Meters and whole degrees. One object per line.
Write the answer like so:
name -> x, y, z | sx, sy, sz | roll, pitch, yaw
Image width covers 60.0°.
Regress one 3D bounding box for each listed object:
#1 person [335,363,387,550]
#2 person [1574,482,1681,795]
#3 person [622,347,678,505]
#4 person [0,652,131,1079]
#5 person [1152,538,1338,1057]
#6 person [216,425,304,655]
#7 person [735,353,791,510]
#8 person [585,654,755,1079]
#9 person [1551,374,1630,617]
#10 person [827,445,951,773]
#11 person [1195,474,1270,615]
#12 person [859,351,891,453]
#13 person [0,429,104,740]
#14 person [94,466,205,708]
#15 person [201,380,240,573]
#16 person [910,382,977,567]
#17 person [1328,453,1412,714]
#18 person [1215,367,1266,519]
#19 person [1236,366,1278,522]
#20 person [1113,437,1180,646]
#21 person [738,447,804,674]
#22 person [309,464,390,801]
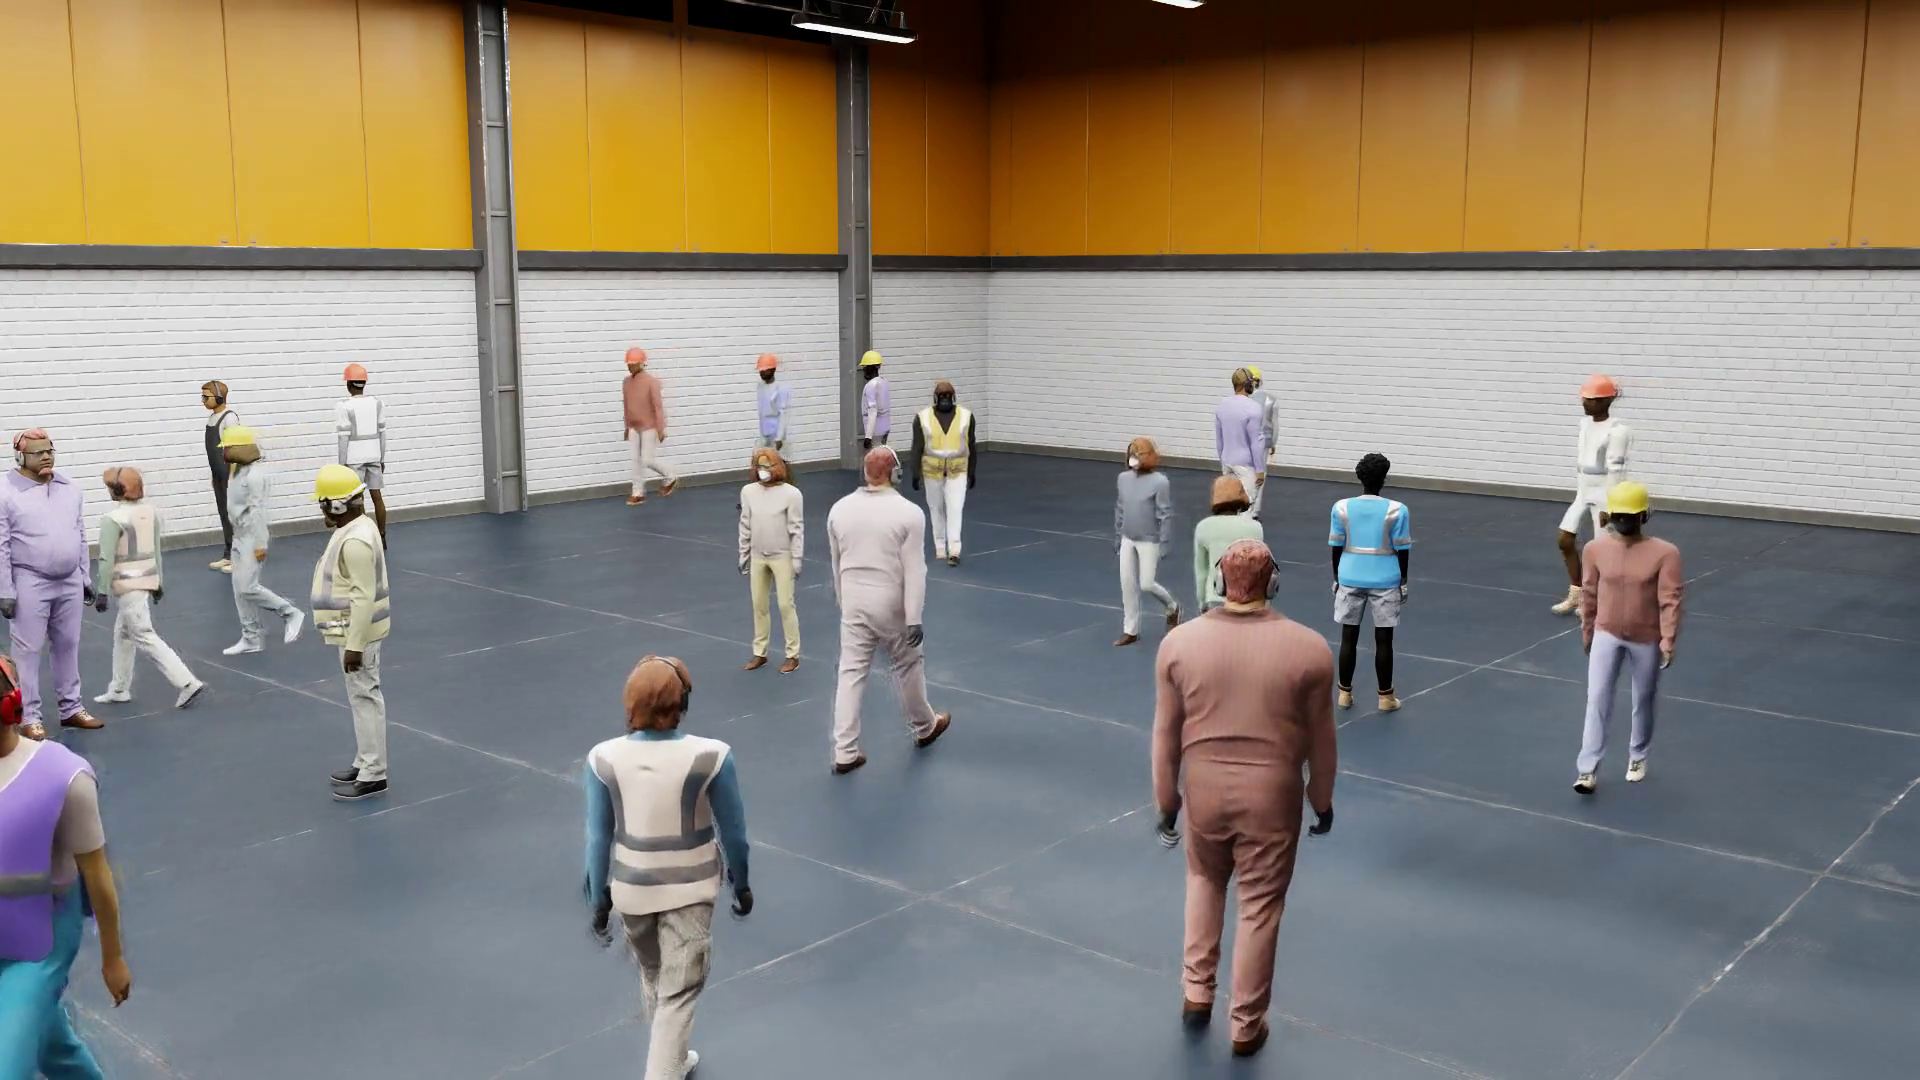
person -> -6.138, -0.836, 17.026 | 0.360, 1.939, 0.543 | 7, 11, 38
person -> 3.640, 0.540, 9.079 | 0.534, 1.717, 0.894 | 5, 10, 30
person -> -3.879, -1.415, 20.577 | 0.664, 1.966, 0.665 | 6, 11, 35
person -> -2.758, 1.184, 4.815 | 0.583, 1.789, 1.015 | 2, 9, 13
person -> 1.051, 0.932, 6.114 | 0.649, 1.887, 0.519 | 3, 10, 19
person -> -5.276, -0.003, 12.447 | 0.490, 1.724, 0.498 | -8, 12, -41
person -> -2.340, -1.266, 19.847 | 0.572, 1.899, 0.851 | 9, 13, 44
person -> -0.975, 1.177, 5.455 | 0.517, 1.600, 0.842 | 2, 9, 10
person -> 5.142, -0.341, 13.643 | 0.641, 2.023, 0.647 | -2, 9, -14
person -> -0.426, 0.375, 9.693 | 0.672, 1.853, 1.005 | 4, 10, 26
person -> 1.647, 0.395, 10.304 | 0.566, 1.604, 0.548 | -8, 12, -43
person -> -1.039, -1.322, 20.116 | 0.384, 1.925, 0.593 | 3, 9, 16
person -> -5.592, 0.270, 10.187 | 0.407, 1.908, 0.641 | 4, 10, 24
person -> -5.350, 0.315, 10.864 | 0.806, 1.610, 0.523 | 1, 9, 4
person -> -7.036, -0.608, 15.918 | 0.505, 1.842, 0.332 | 9, 12, 43
person -> -0.162, -0.650, 16.316 | 0.655, 1.787, 0.965 | 0, 9, -1
person -> 2.655, 0.281, 10.783 | 0.532, 1.694, 0.319 | 5, 10, 27
person -> 2.751, -0.714, 16.264 | 0.372, 1.940, 0.632 | -6, 11, -32
person -> 3.365, -1.102, 19.167 | 0.584, 1.782, 0.903 | 1, 9, 8
person -> 1.433, 0.008, 12.754 | 0.517, 1.620, 0.503 | -8, 12, -42
person -> -1.342, 0.142, 11.876 | 0.507, 1.628, 0.279 | 4, 10, 24
person -> -3.299, 0.496, 9.024 | 0.404, 1.825, 0.586 | -3, 10, -19
